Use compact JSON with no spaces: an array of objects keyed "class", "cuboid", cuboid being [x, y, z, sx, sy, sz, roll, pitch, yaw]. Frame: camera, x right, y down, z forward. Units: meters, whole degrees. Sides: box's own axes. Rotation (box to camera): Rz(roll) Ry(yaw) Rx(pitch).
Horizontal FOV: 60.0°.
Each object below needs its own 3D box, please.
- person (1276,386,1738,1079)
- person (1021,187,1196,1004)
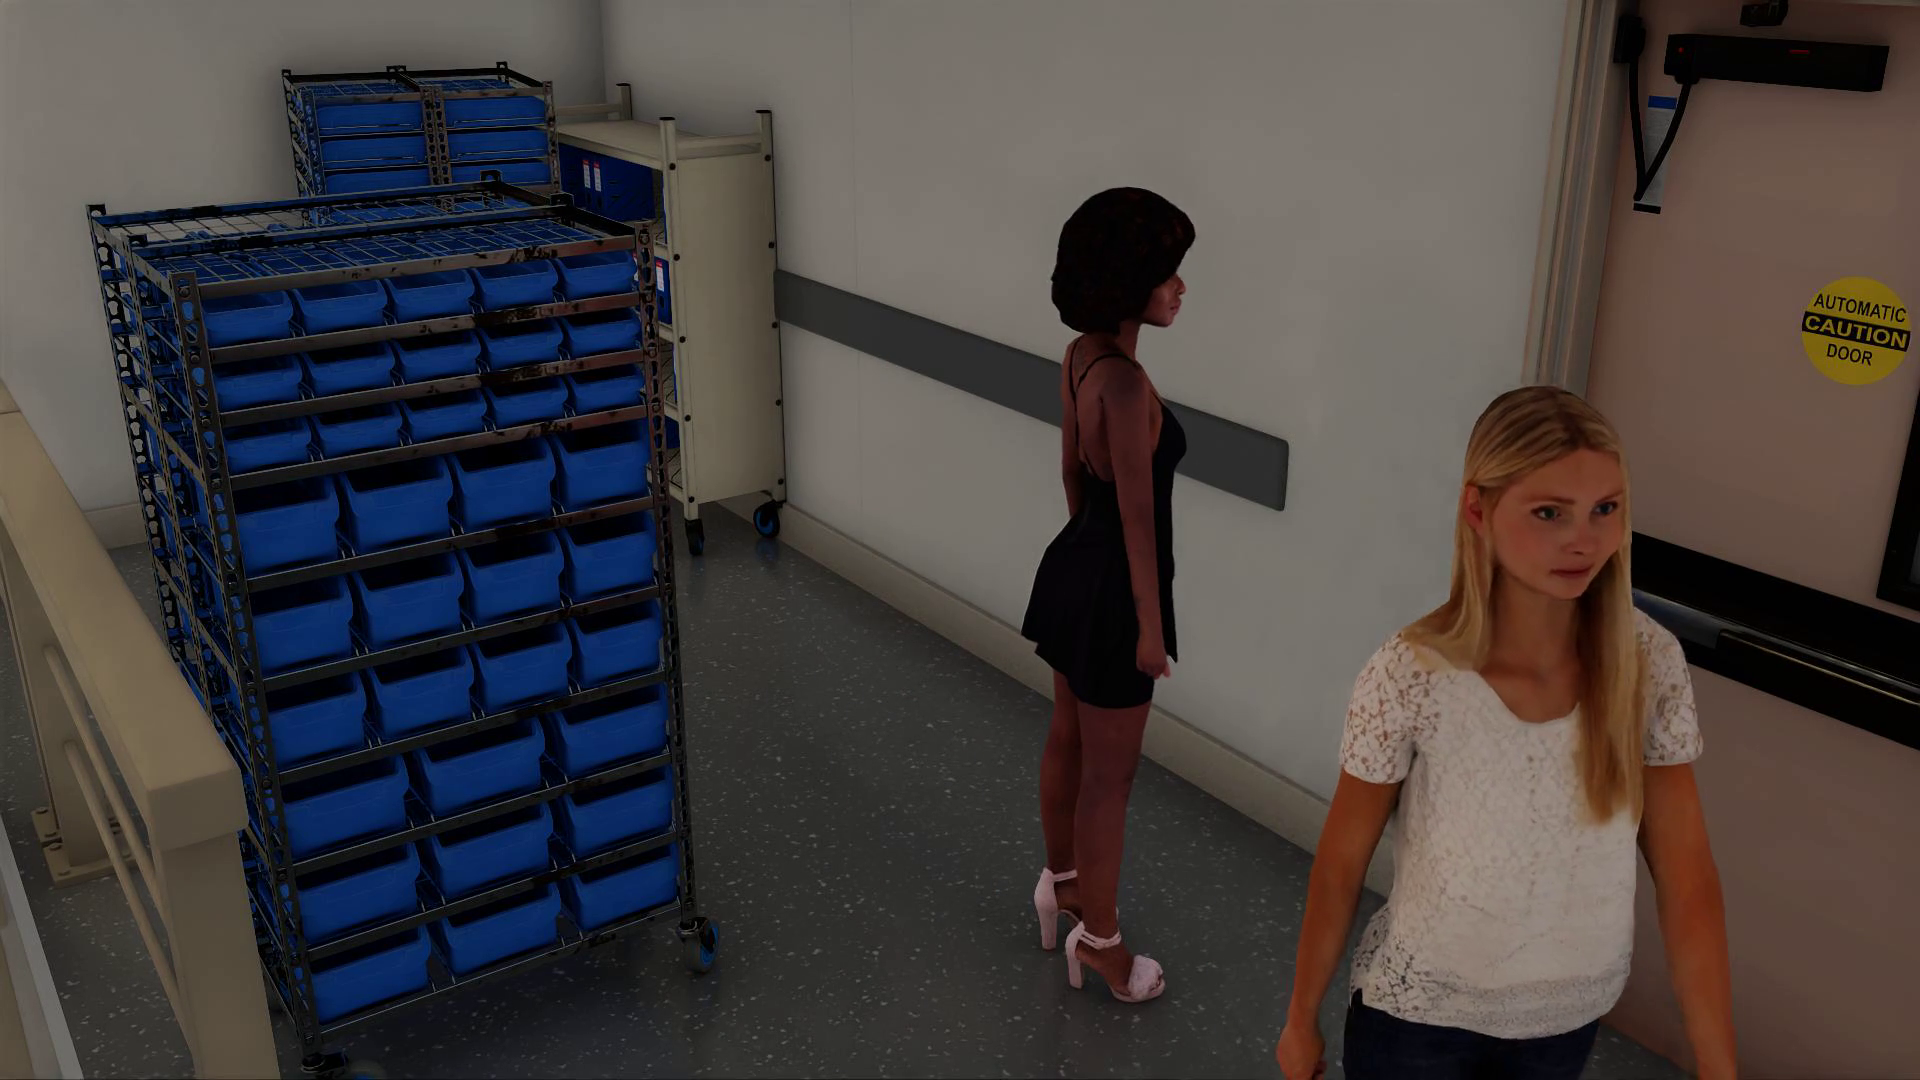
[{"class":"person","cuboid":[0.661,0.637,2.315,0.858,1.770,1.132,-6,22,-15]},{"class":"person","cuboid":[0.305,0.148,3.582,0.708,1.786,0.604,-5,21,-12]}]
